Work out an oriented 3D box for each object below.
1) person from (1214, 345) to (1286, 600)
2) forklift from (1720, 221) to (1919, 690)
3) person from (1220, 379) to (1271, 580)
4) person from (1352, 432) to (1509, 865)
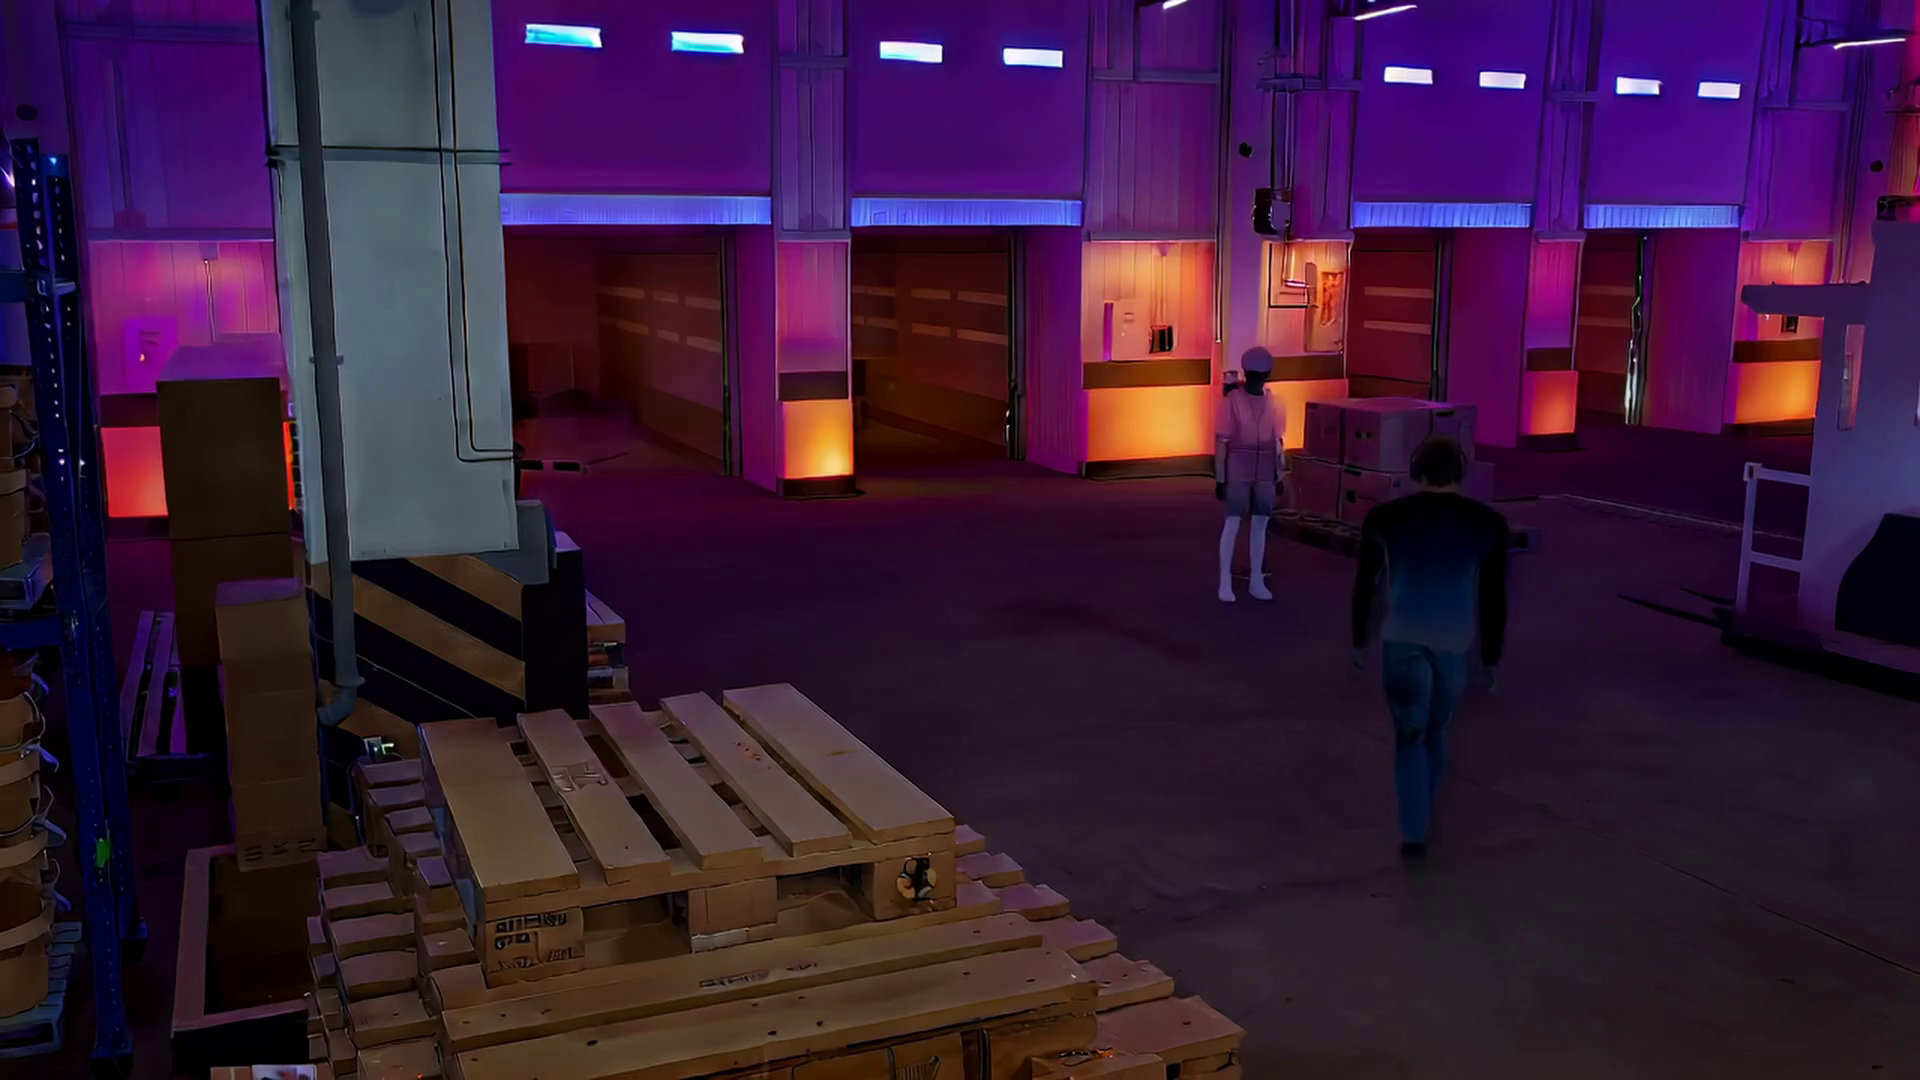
[{"bbox_3d":[2.194,-0.498,12.540,0.551,1.932,0.378,-2,10,-10],"label":"person"},{"bbox_3d":[5.949,-0.550,10.218,1.129,2.768,1.873,-4,11,-23],"label":"forklift"},{"bbox_3d":[2.260,-0.467,13.239,0.582,1.622,0.509,0,10,0],"label":"person"},{"bbox_3d":[2.086,0.458,7.431,0.645,1.887,1.062,1,10,7],"label":"person"}]
